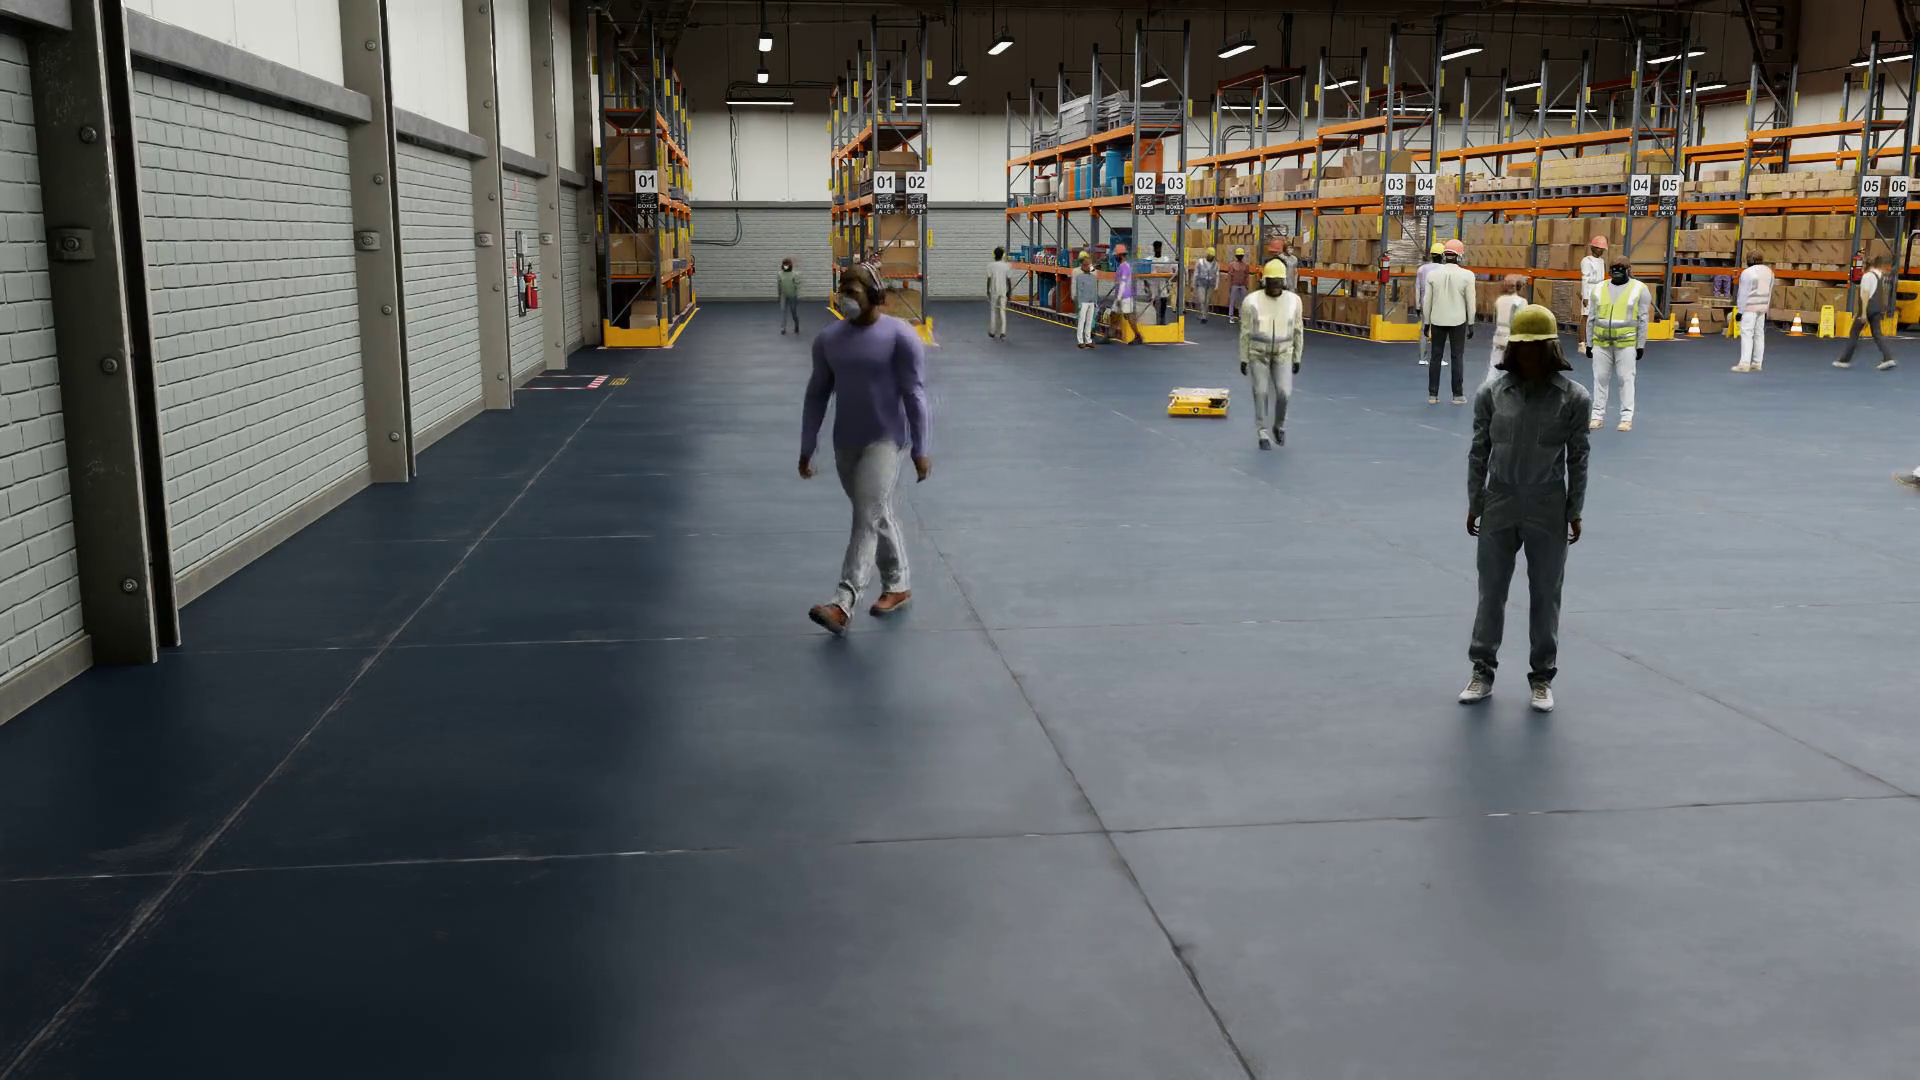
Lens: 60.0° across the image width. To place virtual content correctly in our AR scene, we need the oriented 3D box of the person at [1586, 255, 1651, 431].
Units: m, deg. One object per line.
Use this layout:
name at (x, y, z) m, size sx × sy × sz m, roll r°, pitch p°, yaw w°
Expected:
person at (6.885, -2.062, 17.477) m, size 0.630 × 1.835 × 0.430 m, roll 8°, pitch 13°, yaw 38°

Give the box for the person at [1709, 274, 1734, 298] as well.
person at (20.836, -7.207, 45.468) m, size 0.640 × 1.910 × 0.401 m, roll 3°, pitch 11°, yaw 14°

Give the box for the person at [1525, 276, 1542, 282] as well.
person at (15.941, -7.354, 46.224) m, size 0.570 × 1.928 × 0.389 m, roll -2°, pitch 11°, yaw -12°

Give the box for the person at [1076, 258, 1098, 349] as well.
person at (2.322, -4.308, 30.322) m, size 0.500 × 1.636 × 0.284 m, roll -10°, pitch 14°, yaw -43°

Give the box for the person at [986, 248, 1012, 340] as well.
person at (0.773, -4.866, 32.896) m, size 0.547 × 1.817 × 1.001 m, roll -2°, pitch 11°, yaw -10°

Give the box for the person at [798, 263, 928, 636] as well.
person at (-0.542, -0.472, 8.601) m, size 0.658 × 1.881 × 1.025 m, roll 6°, pitch 12°, yaw 31°

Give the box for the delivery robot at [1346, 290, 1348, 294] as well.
delivery robot at (11.915, -7.370, 49.814) m, size 0.707 × 0.478 × 0.477 m, roll 10°, pitch 14°, yaw 43°

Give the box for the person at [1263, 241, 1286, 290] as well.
person at (6.140, -4.900, 32.727) m, size 0.949 × 1.935 × 0.638 m, roll -9°, pitch 13°, yaw -39°

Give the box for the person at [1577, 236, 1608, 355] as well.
person at (10.957, -4.219, 28.747) m, size 0.605 × 2.034 × 0.391 m, roll -9°, pitch 14°, yaw -42°

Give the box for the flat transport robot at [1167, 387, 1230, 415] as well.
flat transport robot at (2.791, -1.627, 19.369) m, size 0.652 × 0.197 × 1.431 m, roll 2°, pitch 11°, yaw 11°

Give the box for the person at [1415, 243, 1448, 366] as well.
person at (7.483, -3.711, 26.245) m, size 0.595 × 1.925 × 0.371 m, roll 9°, pitch 13°, yaw 40°

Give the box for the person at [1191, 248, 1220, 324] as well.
person at (5.728, -5.884, 38.608) m, size 0.653 × 1.767 × 0.895 m, roll -2°, pitch 10°, yaw -8°

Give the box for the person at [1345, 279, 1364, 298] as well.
person at (10.964, -7.205, 46.205) m, size 0.539 × 1.624 × 0.358 m, roll -1°, pitch 10°, yaw -4°

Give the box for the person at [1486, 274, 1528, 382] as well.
person at (6.359, -2.243, 19.087) m, size 0.845 × 1.588 × 0.543 m, roll -5°, pitch 11°, yaw -24°

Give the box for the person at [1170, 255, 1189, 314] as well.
person at (5.791, -6.782, 43.881) m, size 0.500 × 1.636 × 0.280 m, roll 4°, pitch 11°, yaw 22°

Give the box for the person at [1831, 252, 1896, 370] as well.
person at (13.967, -3.505, 25.486) m, size 0.529 × 1.802 × 0.971 m, roll -6°, pitch 12°, yaw -28°

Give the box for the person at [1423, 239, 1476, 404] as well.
person at (5.958, -2.651, 20.251) m, size 0.622 × 1.992 × 0.394 m, roll 5°, pitch 12°, yaw 27°

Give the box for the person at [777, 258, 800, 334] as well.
person at (-3.579, -5.122, 34.897) m, size 0.503 × 1.602 × 0.769 m, roll 2°, pitch 11°, yaw 11°

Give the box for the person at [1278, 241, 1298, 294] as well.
person at (7.045, -5.484, 35.976) m, size 0.626 × 1.933 × 0.370 m, roll -6°, pitch 12°, yaw -29°

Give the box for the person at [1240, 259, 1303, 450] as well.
person at (2.961, -1.758, 15.839) m, size 0.607 × 1.816 × 0.426 m, roll 1°, pitch 10°, yaw 5°

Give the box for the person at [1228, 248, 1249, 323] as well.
person at (6.548, -5.967, 39.060) m, size 0.525 × 1.769 × 0.316 m, roll -3°, pitch 11°, yaw -16°

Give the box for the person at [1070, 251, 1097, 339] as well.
person at (2.424, -4.819, 32.822) m, size 0.526 × 1.754 × 0.354 m, roll -2°, pitch 11°, yaw -11°

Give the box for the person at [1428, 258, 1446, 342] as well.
person at (9.232, -4.730, 32.044) m, size 0.403 × 1.850 × 0.568 m, roll -3°, pitch 11°, yaw -15°

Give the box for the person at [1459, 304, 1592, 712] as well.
person at (2.417, -0.131, 7.126) m, size 0.492 × 1.742 × 0.317 m, roll 5°, pitch 11°, yaw 26°

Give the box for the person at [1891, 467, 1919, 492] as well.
person at (7.864, -1.248, 12.978) m, size 0.601 × 1.838 × 0.939 m, roll -8°, pitch 13°, yaw -39°

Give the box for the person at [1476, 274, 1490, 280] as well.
person at (13.682, -6.803, 43.287) m, size 0.556 × 1.903 × 0.941 m, roll -2°, pitch 11°, yaw -12°

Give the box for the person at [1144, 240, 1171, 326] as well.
person at (4.416, -5.672, 36.963) m, size 0.626 × 1.934 × 0.802 m, roll -1°, pitch 10°, yaw -7°

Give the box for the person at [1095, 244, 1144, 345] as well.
person at (3.044, -4.565, 31.142) m, size 0.913 × 1.911 × 0.565 m, roll -1°, pitch 10°, yaw -5°

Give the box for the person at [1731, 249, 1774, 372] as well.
person at (11.969, -3.466, 25.148) m, size 0.634 × 1.839 × 0.429 m, roll -5°, pitch 11°, yaw -26°
